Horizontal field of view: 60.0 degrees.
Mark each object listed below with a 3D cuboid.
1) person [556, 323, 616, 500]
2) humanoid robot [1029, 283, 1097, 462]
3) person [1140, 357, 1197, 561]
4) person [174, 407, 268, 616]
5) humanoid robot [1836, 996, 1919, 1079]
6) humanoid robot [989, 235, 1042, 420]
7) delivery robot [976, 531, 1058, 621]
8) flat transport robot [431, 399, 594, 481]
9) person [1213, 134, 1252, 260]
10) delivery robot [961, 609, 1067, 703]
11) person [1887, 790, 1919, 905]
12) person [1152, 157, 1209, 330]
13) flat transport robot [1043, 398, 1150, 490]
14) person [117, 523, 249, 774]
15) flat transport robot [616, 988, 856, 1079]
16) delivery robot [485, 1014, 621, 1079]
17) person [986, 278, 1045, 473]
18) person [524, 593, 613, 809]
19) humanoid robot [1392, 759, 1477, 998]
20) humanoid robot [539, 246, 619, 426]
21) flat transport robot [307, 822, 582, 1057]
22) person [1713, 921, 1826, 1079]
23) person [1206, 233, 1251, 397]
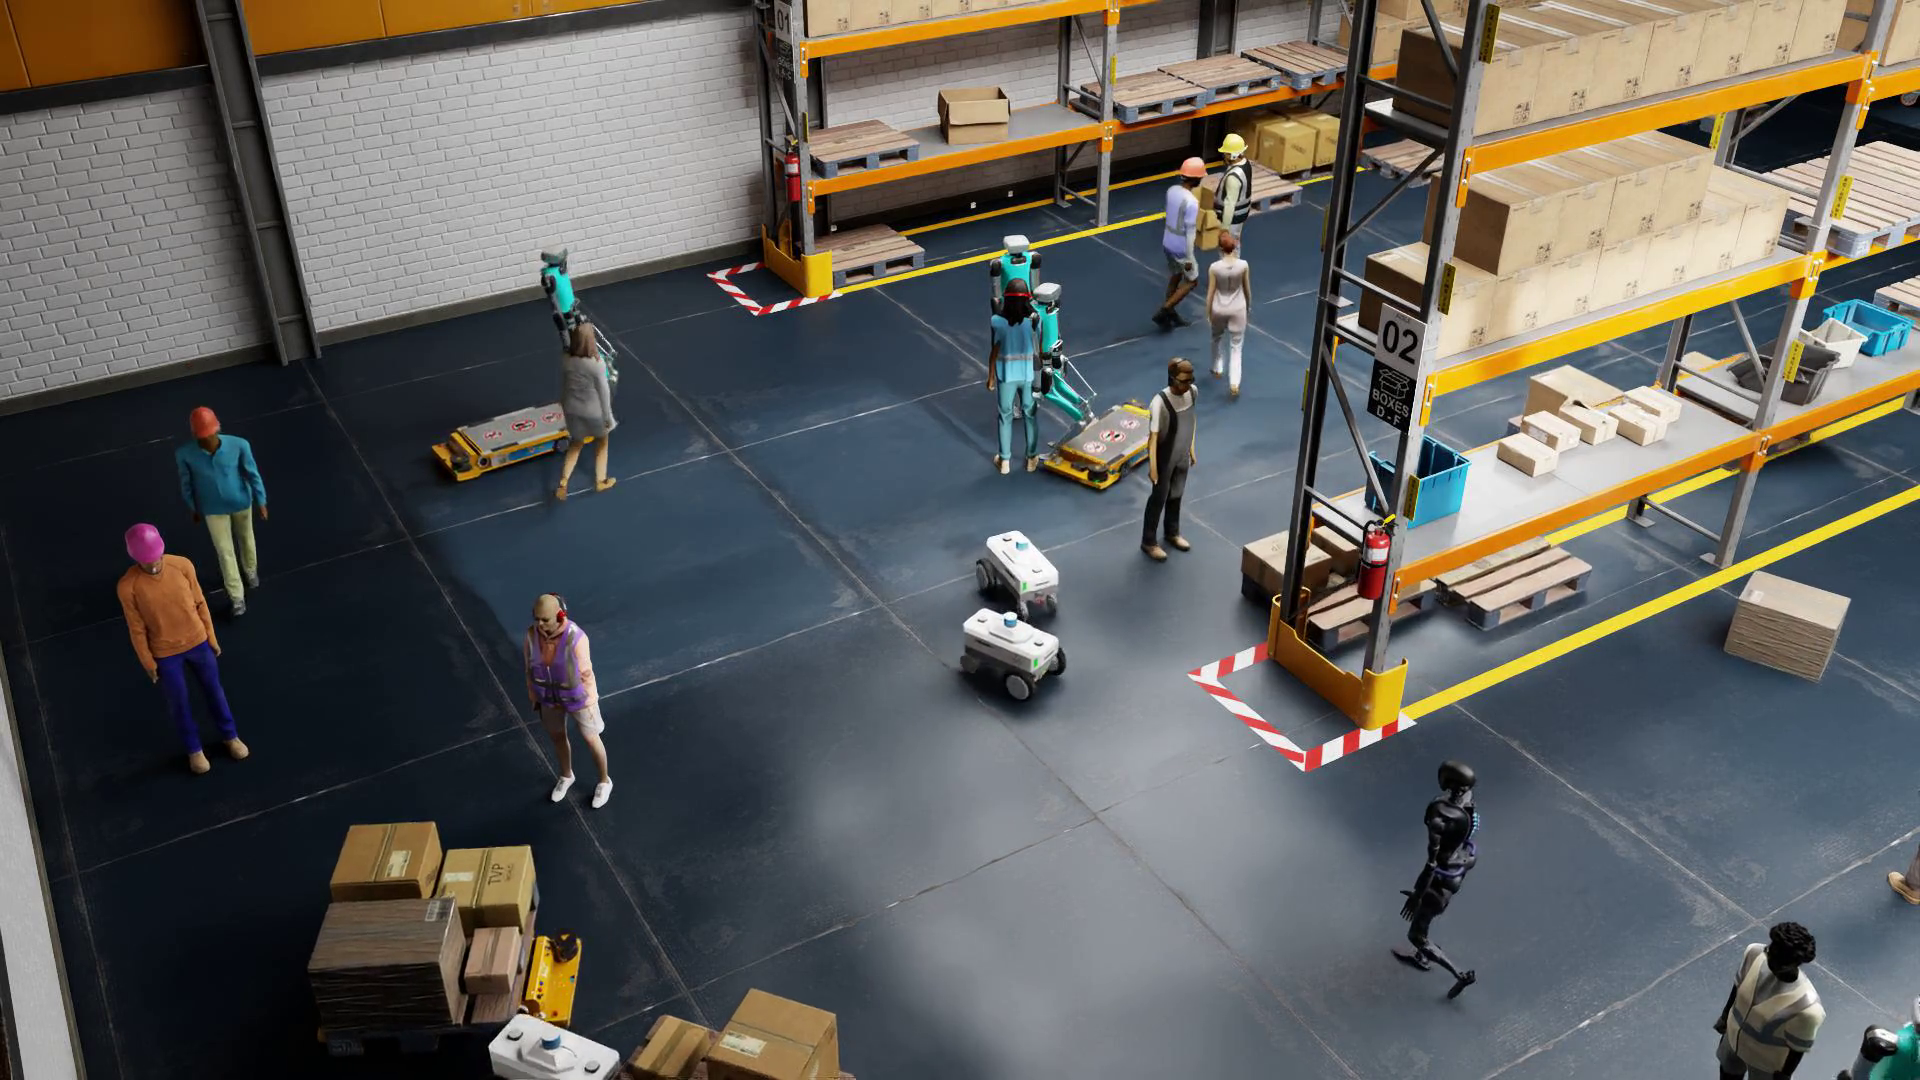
[{"bbox_3d":[-3.306,-1.085,14.513,0.528,1.639,0.611,11,34,17],"label":"person"},{"bbox_3d":[0.950,-1.466,14.921,0.735,1.671,0.533,16,35,24],"label":"humanoid robot"},{"bbox_3d":[1.741,-0.682,13.702,0.506,1.837,0.335,-25,40,-34],"label":"person"},{"bbox_3d":[-5.774,-0.251,13.117,0.592,1.708,0.856,-14,35,-21],"label":"person"},{"bbox_3d":[4.529,2.747,8.330,0.587,1.777,0.880,6,33,10],"label":"humanoid robot"},{"bbox_3d":[0.629,-1.951,15.816,0.530,1.792,0.763,-14,35,-21],"label":"humanoid robot"},{"bbox_3d":[0.489,0.242,13.432,0.499,0.598,0.791,-14,35,-21],"label":"delivery robot"},{"bbox_3d":[-4.157,-0.952,15.602,1.431,0.231,0.659,-21,38,-29],"label":"flat transport robot"},{"bbox_3d":[2.985,-3.587,18.347,0.403,1.822,0.601,12,34,18],"label":"person"},{"bbox_3d":[0.400,0.831,12.505,0.796,0.612,0.499,21,38,30],"label":"delivery robot"},{"bbox_3d":[6.185,1.499,10.271,0.471,1.777,0.324,-3,32,-5],"label":"person"},{"bbox_3d":[2.319,-3.080,17.447,0.490,1.915,0.573,-13,34,-20],"label":"person"},{"bbox_3d":[1.460,-0.910,15.536,0.659,0.231,1.431,23,39,32],"label":"flat transport robot"},{"bbox_3d":[-5.333,0.723,11.335,0.518,1.972,0.404,-25,40,-34],"label":"person"},{"bbox_3d":[-1.325,3.327,8.778,0.659,0.231,1.431,12,34,18],"label":"flat transport robot"},{"bbox_3d":[-2.219,2.909,9.149,0.739,0.566,0.499,14,35,21],"label":"delivery robot"},{"bbox_3d":[0.506,-1.458,14.906,0.528,1.866,0.393,-2,32,-4],"label":"person"},{"bbox_3d":[-2.625,1.059,11.063,0.486,1.685,0.355,7,33,11],"label":"person"},{"bbox_3d":[2.859,1.947,9.656,0.527,1.638,0.608,22,38,30],"label":"humanoid robot"},{"bbox_3d":[-3.485,-1.916,15.772,0.803,1.791,0.534,1,32,1],"label":"humanoid robot"},{"bbox_3d":[-3.014,2.641,9.871,1.431,0.231,0.659,-2,32,-3],"label":"flat transport robot"},{"bbox_3d":[4.115,2.611,8.579,0.320,1.692,0.533,-9,33,-14],"label":"person"},{"bbox_3d":[2.648,-2.225,16.367,0.467,1.626,0.797,2,32,3],"label":"person"}]
